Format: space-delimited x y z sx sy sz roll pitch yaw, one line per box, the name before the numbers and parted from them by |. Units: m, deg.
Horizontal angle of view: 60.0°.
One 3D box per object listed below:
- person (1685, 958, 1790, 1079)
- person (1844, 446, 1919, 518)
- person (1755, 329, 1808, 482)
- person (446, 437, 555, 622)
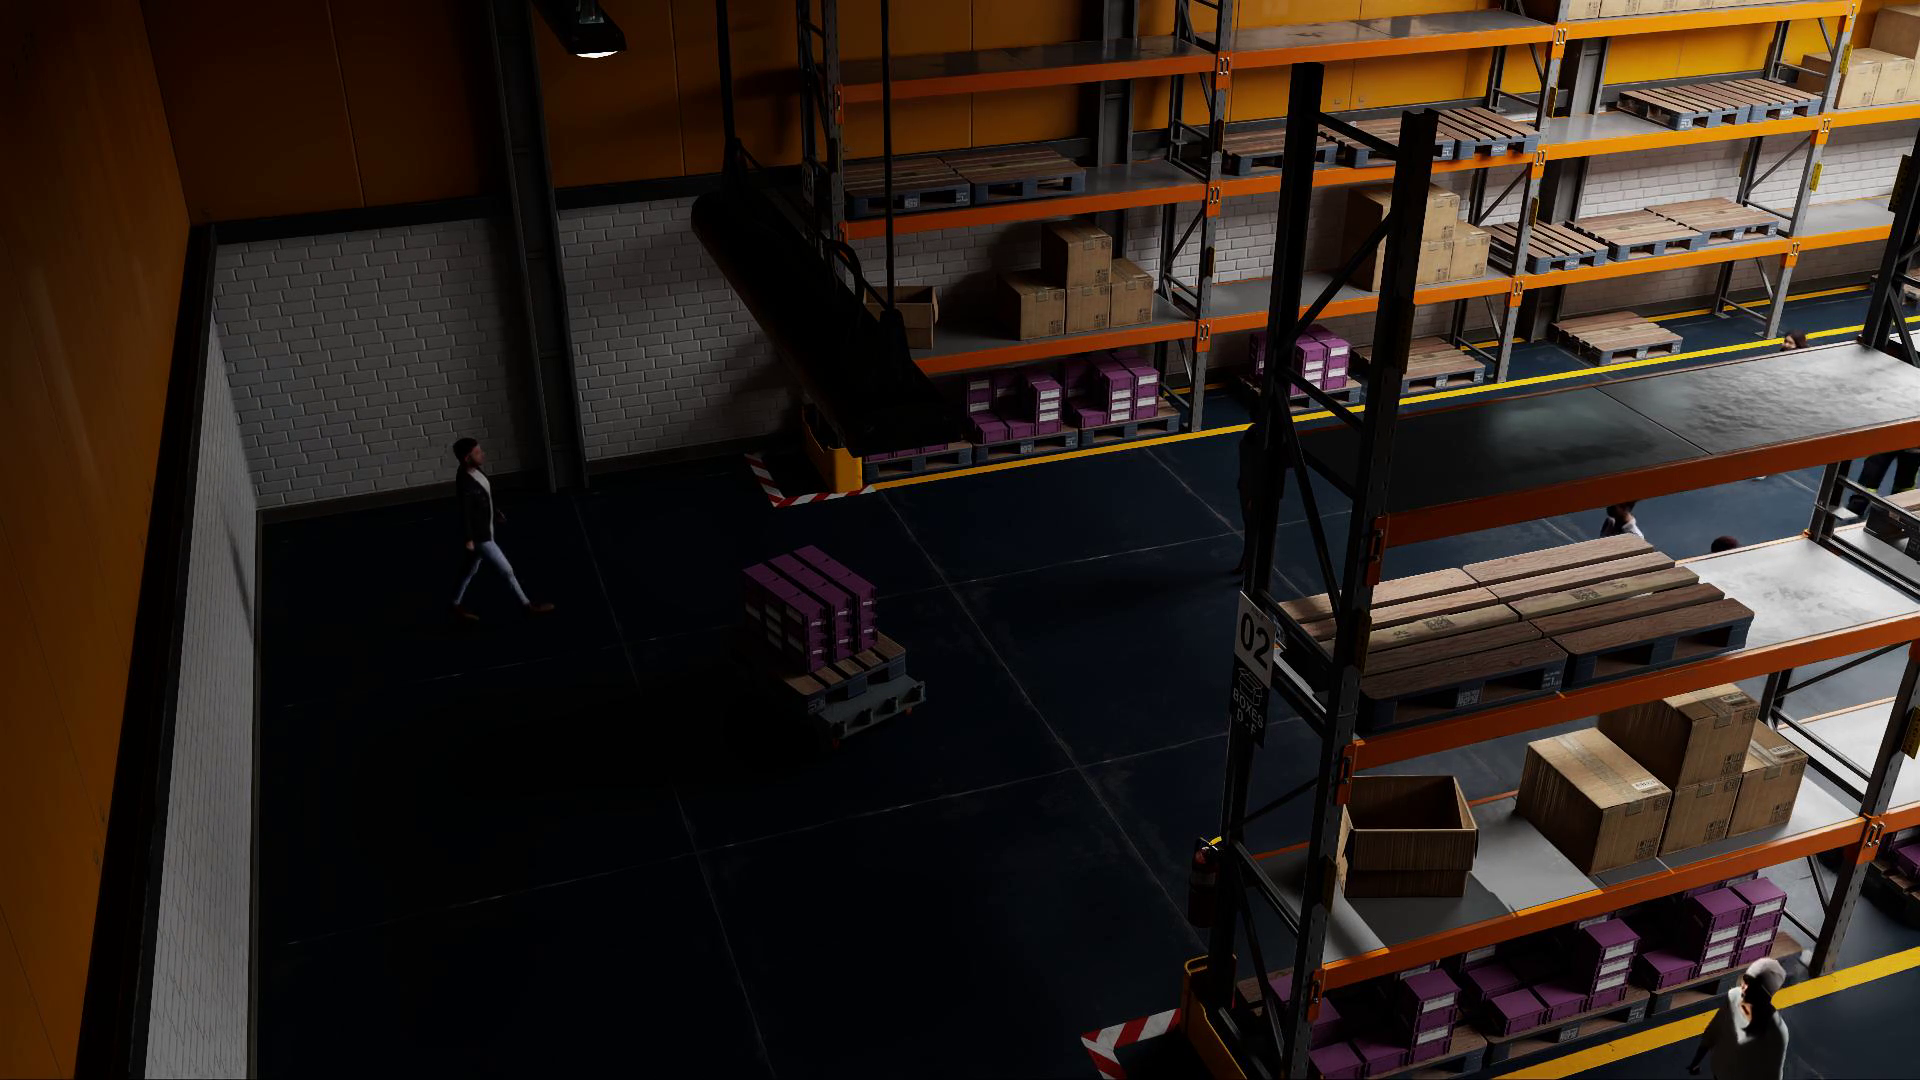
person | 4.304 2.934 9.094 1.094 1.602 0.657 -7 29 -13
person | 9.257 -1.114 16.172 1.222 1.929 0.946 -18 33 -29
person | 8.460 -1.405 17.028 0.747 1.621 0.691 -18 34 -30
person | -4.240 -0.042 14.349 1.182 1.795 0.743 -6 29 -11
